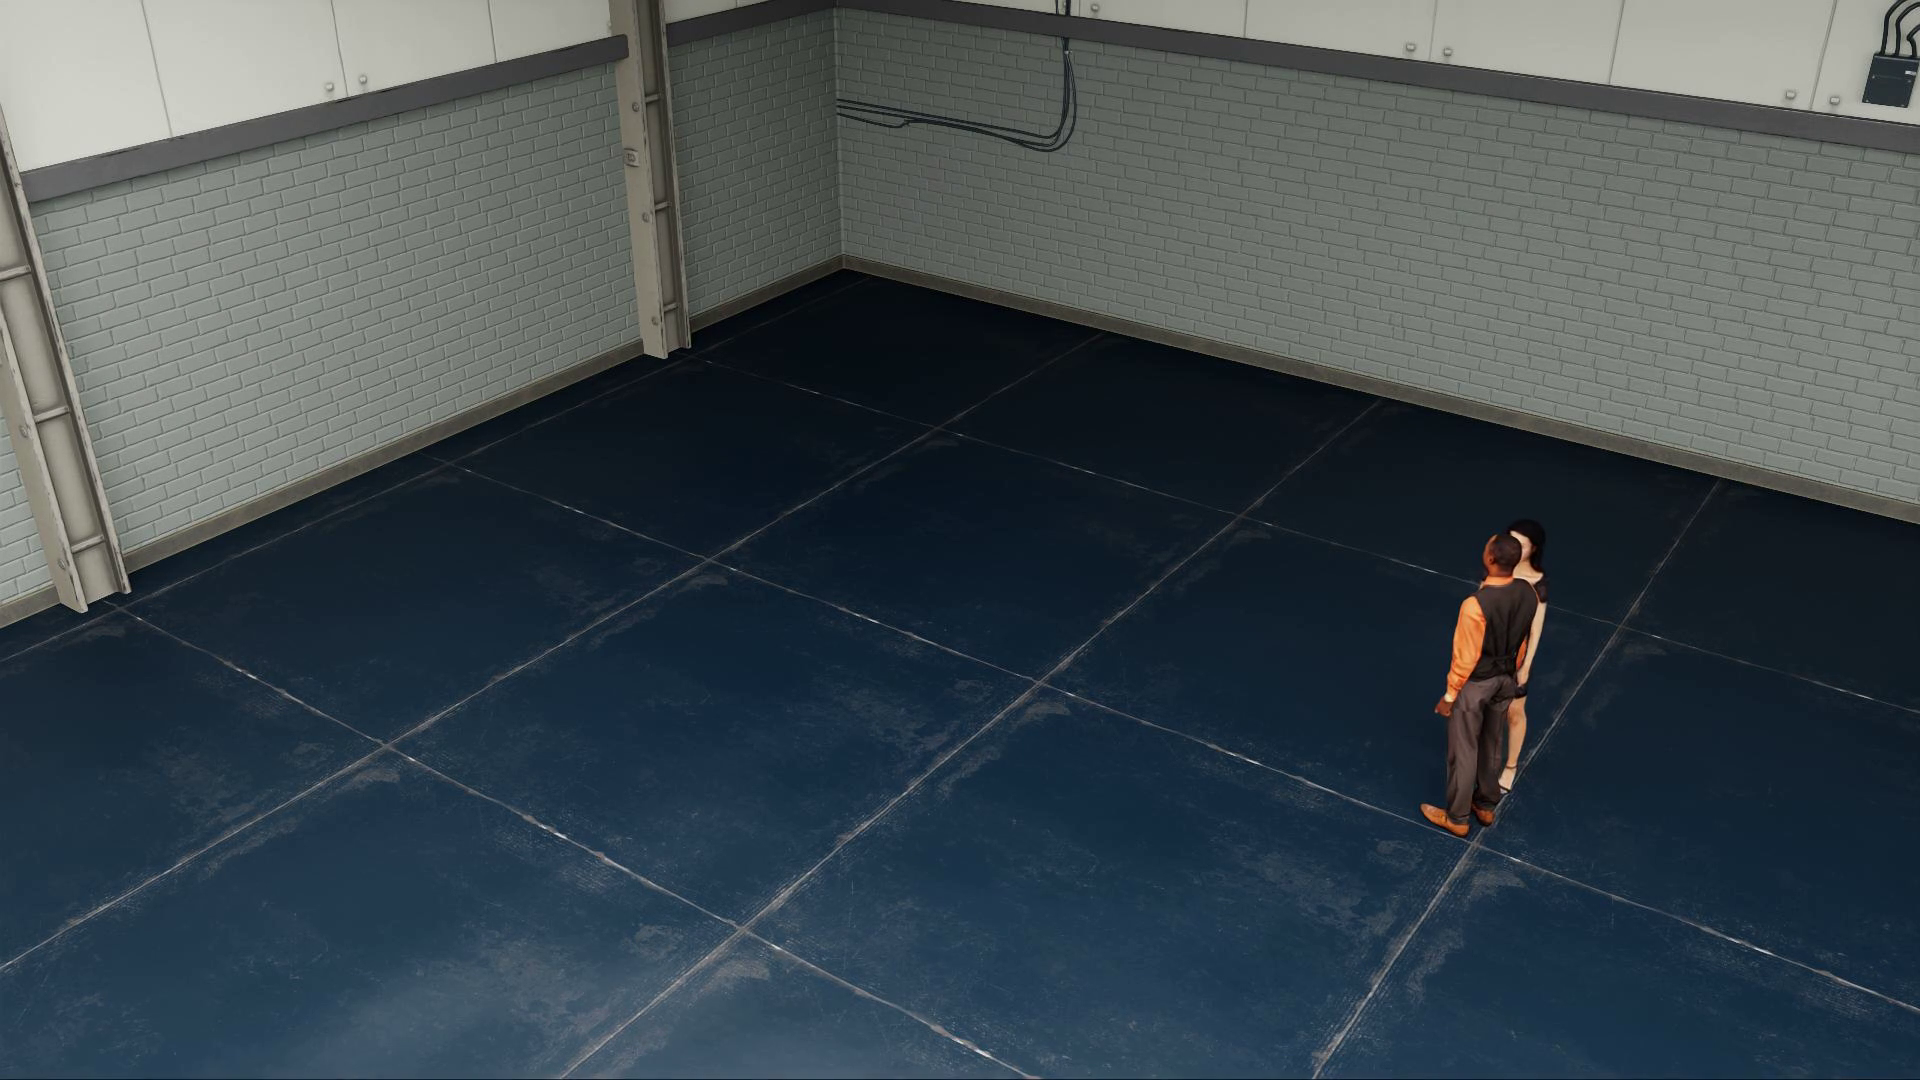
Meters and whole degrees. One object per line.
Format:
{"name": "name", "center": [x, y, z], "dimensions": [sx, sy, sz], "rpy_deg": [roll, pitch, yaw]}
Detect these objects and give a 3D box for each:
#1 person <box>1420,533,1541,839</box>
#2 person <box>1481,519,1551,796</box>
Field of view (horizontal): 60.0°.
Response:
{"name": "person", "center": [2.971, 0.823, 9.426], "dimensions": [0.718, 1.908, 0.845], "rpy_deg": [-14, 31, -24]}
{"name": "person", "center": [3.222, 0.676, 9.826], "dimensions": [0.546, 1.790, 0.610], "rpy_deg": [-25, 37, -38]}
